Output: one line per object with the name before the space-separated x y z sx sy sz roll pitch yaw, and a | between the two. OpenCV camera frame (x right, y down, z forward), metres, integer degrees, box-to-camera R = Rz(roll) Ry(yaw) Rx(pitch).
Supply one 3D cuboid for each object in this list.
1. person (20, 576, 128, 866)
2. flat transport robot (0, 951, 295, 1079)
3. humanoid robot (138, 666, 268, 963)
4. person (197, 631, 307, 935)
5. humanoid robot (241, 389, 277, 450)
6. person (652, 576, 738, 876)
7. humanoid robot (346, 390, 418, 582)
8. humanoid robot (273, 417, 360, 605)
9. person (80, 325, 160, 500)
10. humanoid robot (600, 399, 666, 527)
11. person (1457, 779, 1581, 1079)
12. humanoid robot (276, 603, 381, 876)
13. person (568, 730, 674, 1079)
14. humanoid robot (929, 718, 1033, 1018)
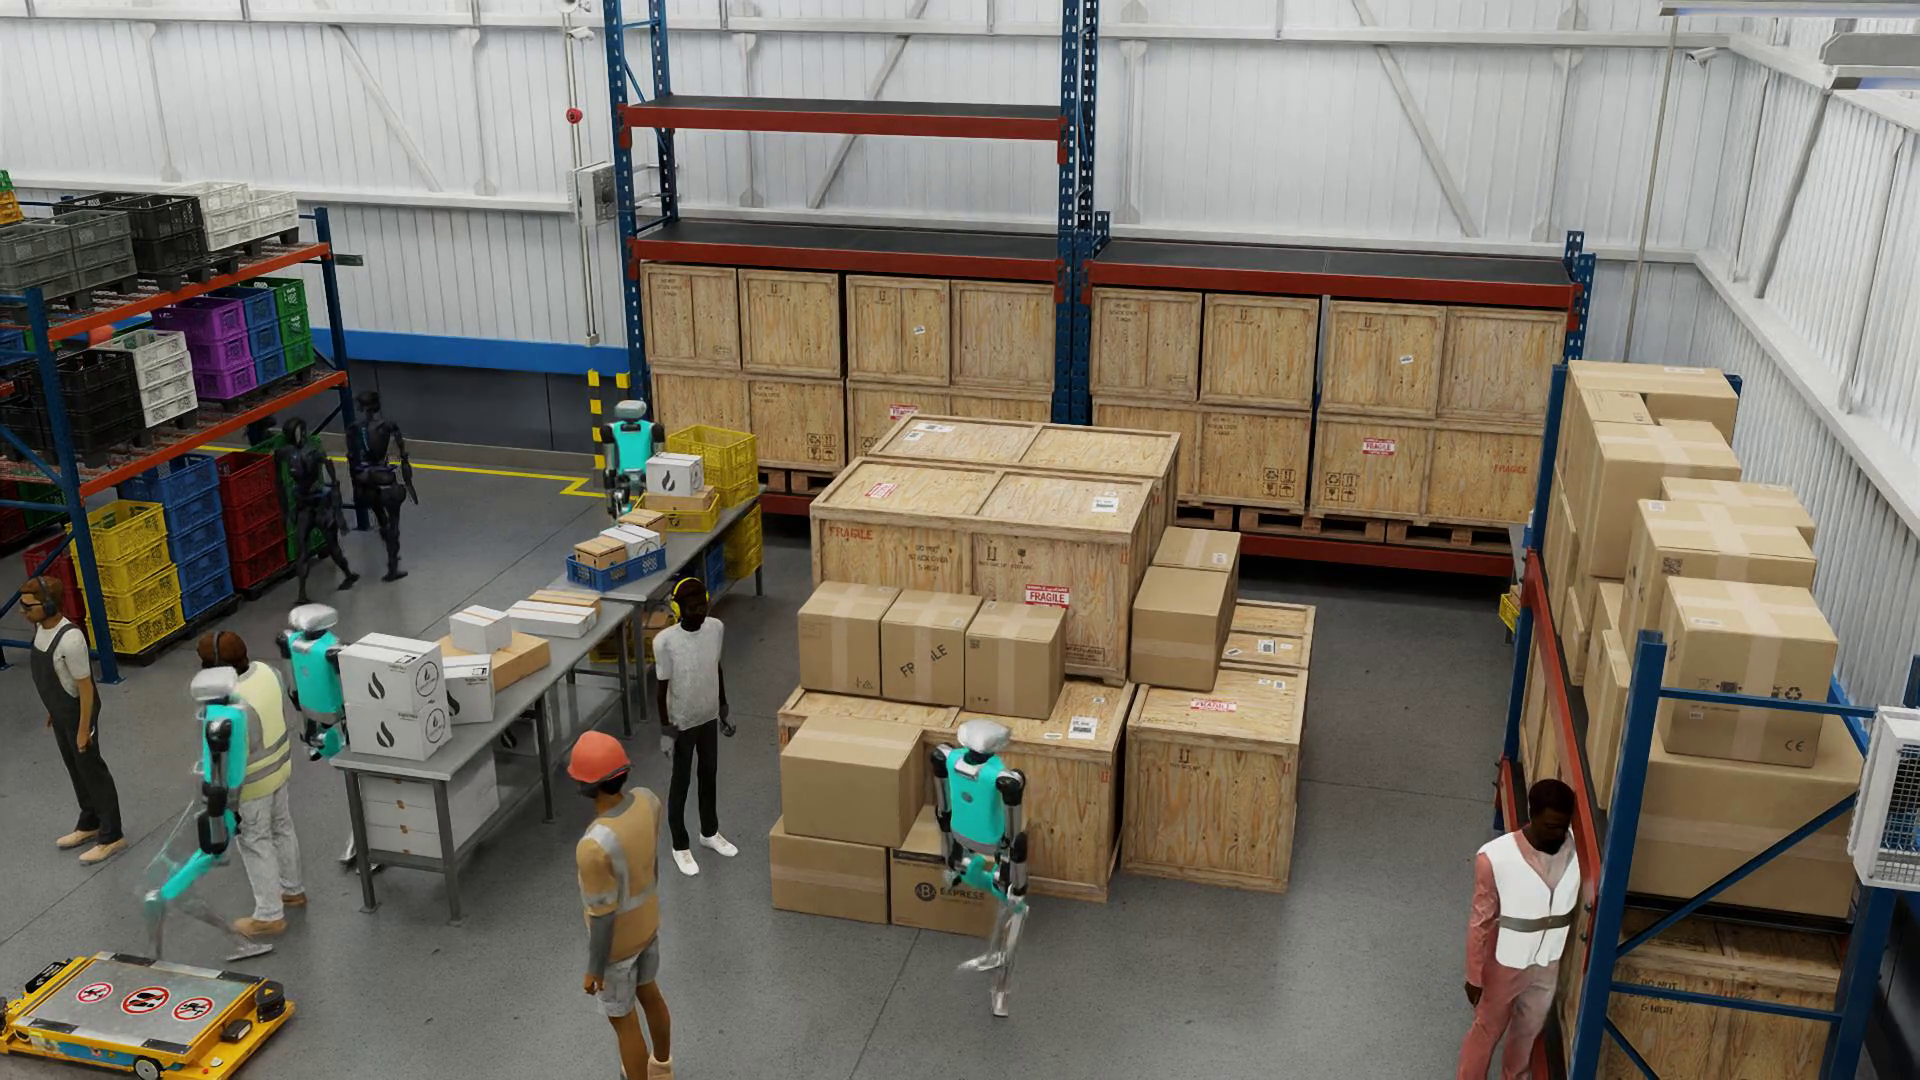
person | -5.370 1.074 10.029 0.505 1.846 0.346 17 27 38
flat transport robot | -4.270 2.464 8.601 1.431 0.231 0.659 5 22 13
humanoid robot | -4.211 1.572 8.938 0.933 1.807 0.539 -6 22 -16
person | -3.975 1.352 9.323 0.429 1.833 0.632 2 21 4
humanoid robot | -6.709 -1.067 15.872 0.473 1.647 0.601 -14 25 -32
person | -1.576 1.089 9.952 0.516 1.873 0.327 -19 28 -41
humanoid robot | -4.986 -0.491 14.369 0.602 1.633 0.594 4 21 10
humanoid robot | -5.354 -0.257 13.807 0.599 1.635 0.775 3 21 8
person | -7.632 -0.987 15.176 0.606 2.029 0.402 -4 21 -11
humanoid robot | -2.653 -0.189 13.517 0.534 1.811 0.761 0 21 0
person | 2.588 1.933 7.682 0.595 1.915 0.371 -7 22 -17
humanoid robot | -3.608 1.125 9.958 0.547 1.744 0.681 10 23 24
person | -1.607 1.826 7.791 0.384 2.039 0.613 6 22 15
humanoid robot | 0.242 1.631 8.708 0.591 1.769 0.879 15 25 33
